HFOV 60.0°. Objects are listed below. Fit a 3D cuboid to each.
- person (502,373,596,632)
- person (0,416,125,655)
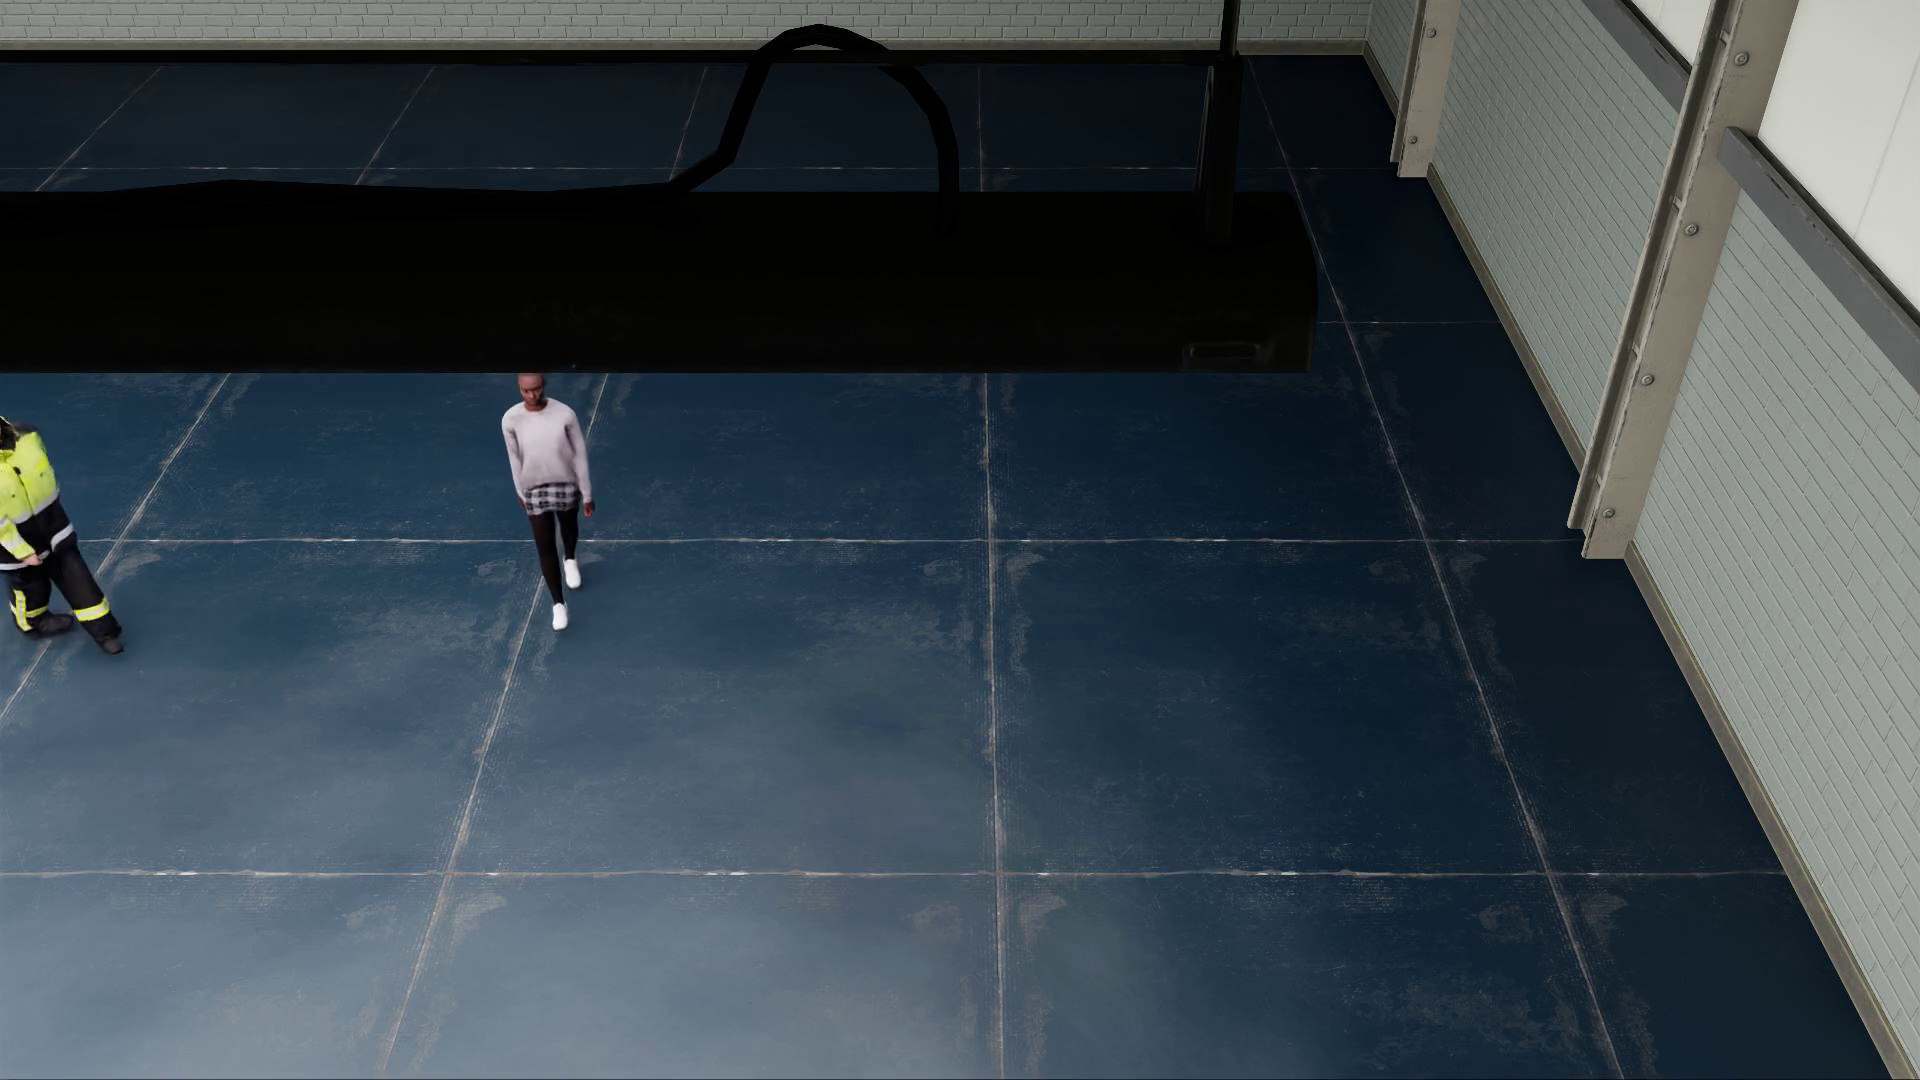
[{"bbox_3d":[-2.576,-0.387,10.517,0.805,1.740,1.129,-9,38,-12],"label":"person"},{"bbox_3d":[-5.667,-0.120,10.020,1.158,1.917,1.190,10,38,13],"label":"person"}]
